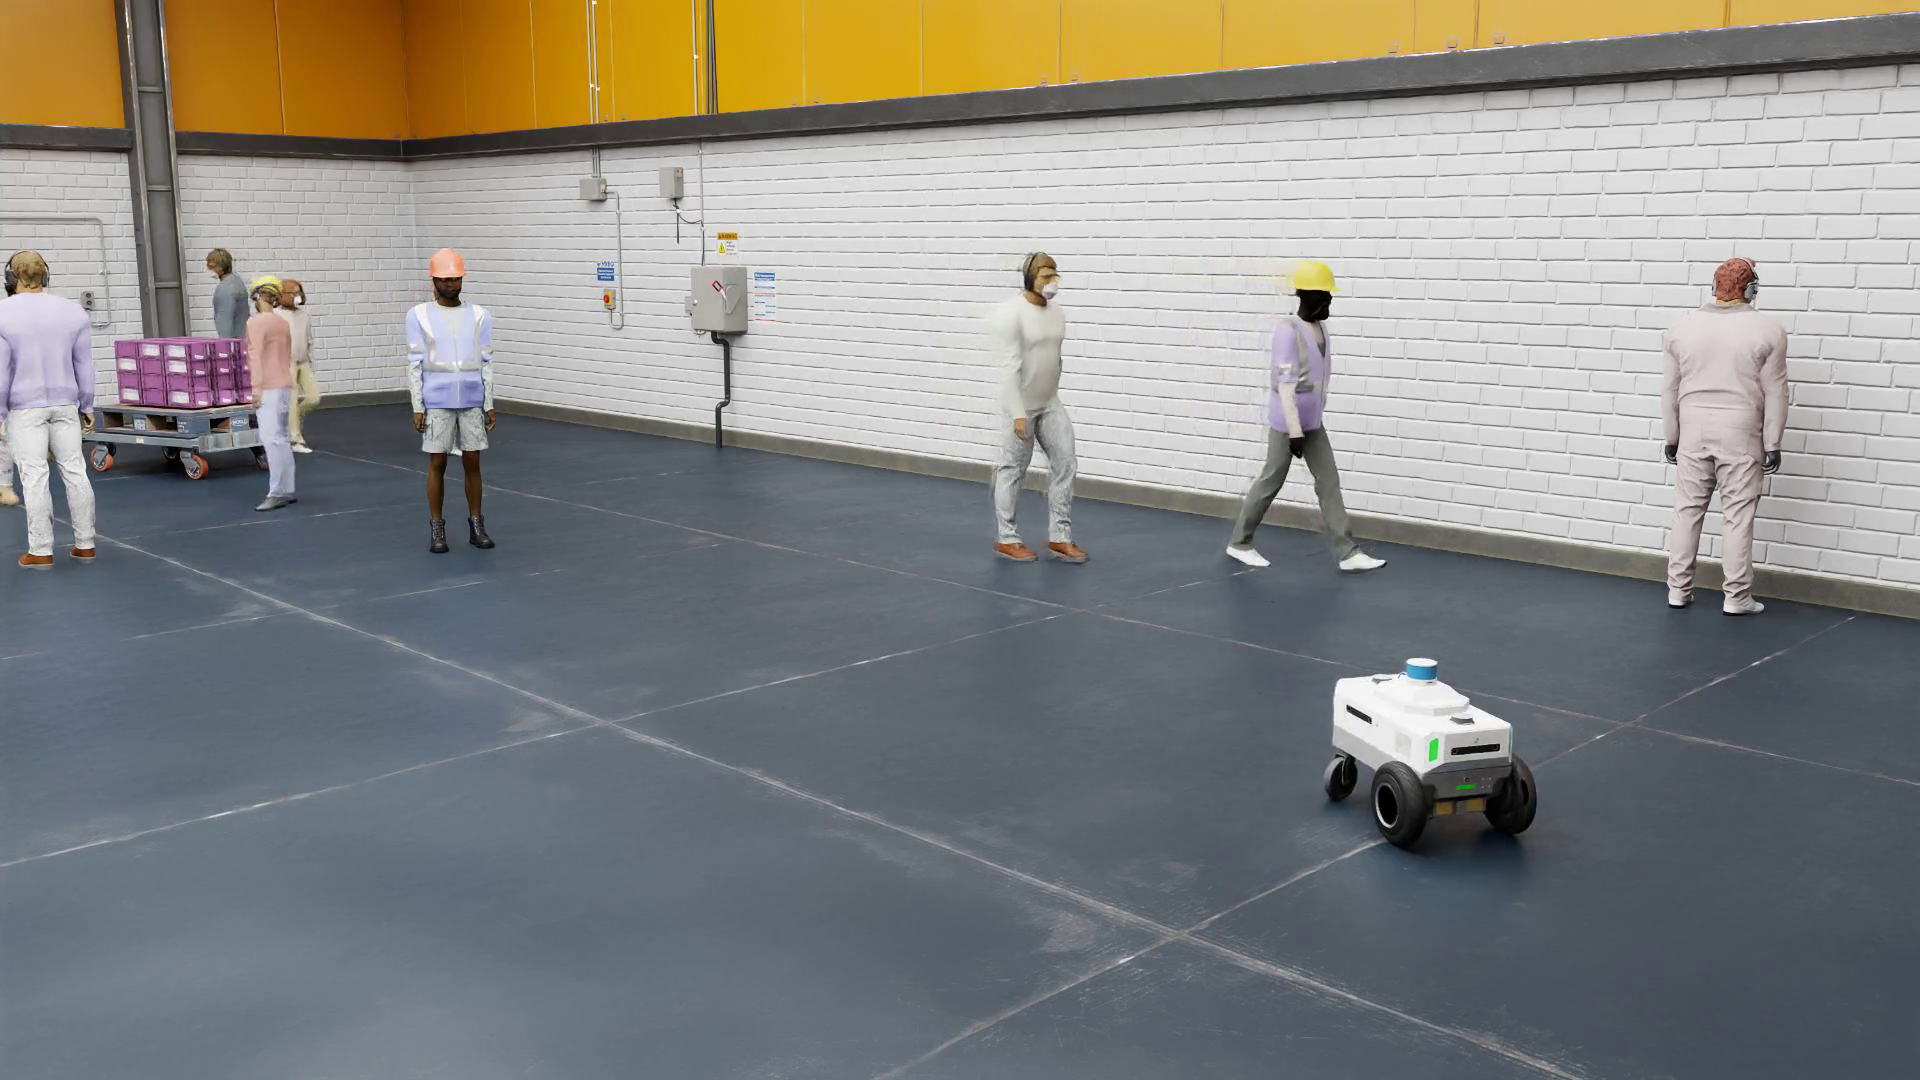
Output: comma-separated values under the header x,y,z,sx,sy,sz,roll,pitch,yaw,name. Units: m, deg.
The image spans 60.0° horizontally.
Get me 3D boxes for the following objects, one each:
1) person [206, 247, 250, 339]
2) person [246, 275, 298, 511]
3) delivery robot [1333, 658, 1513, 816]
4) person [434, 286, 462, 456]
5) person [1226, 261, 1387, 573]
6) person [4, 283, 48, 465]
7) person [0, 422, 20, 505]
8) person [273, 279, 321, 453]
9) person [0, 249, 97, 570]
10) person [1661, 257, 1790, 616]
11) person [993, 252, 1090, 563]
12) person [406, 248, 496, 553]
x,y,z,sx,sy,sz,roll,pitch,yaw,name
-6.910,-1.848,15.984,0.736,1.915,0.642,-3,11,-15,person
-5.167,-1.096,12.396,0.308,1.721,0.667,1,10,5,person
1.594,0.654,5.776,0.477,0.478,0.707,-3,11,-15,delivery robot
-4.624,-1.566,15.191,0.433,1.623,0.538,2,11,10,person
2.058,-0.730,9.988,1.012,1.871,0.610,8,13,39,person
-8.227,-1.466,14.534,0.565,1.665,0.532,1,10,6,person
-7.234,-1.111,12.231,0.487,1.812,0.642,7,12,33,person
-6.211,-1.616,15.502,0.382,1.621,0.498,5,12,27,person
-5.573,-0.786,10.107,0.352,1.937,0.635,8,13,37,person
4.086,-0.548,8.899,0.643,1.908,0.408,10,14,42,person
0.503,-0.784,10.166,0.627,1.912,0.757,-10,14,-43,person
-3.246,-0.890,10.677,0.545,1.938,0.357,-6,12,-29,person
